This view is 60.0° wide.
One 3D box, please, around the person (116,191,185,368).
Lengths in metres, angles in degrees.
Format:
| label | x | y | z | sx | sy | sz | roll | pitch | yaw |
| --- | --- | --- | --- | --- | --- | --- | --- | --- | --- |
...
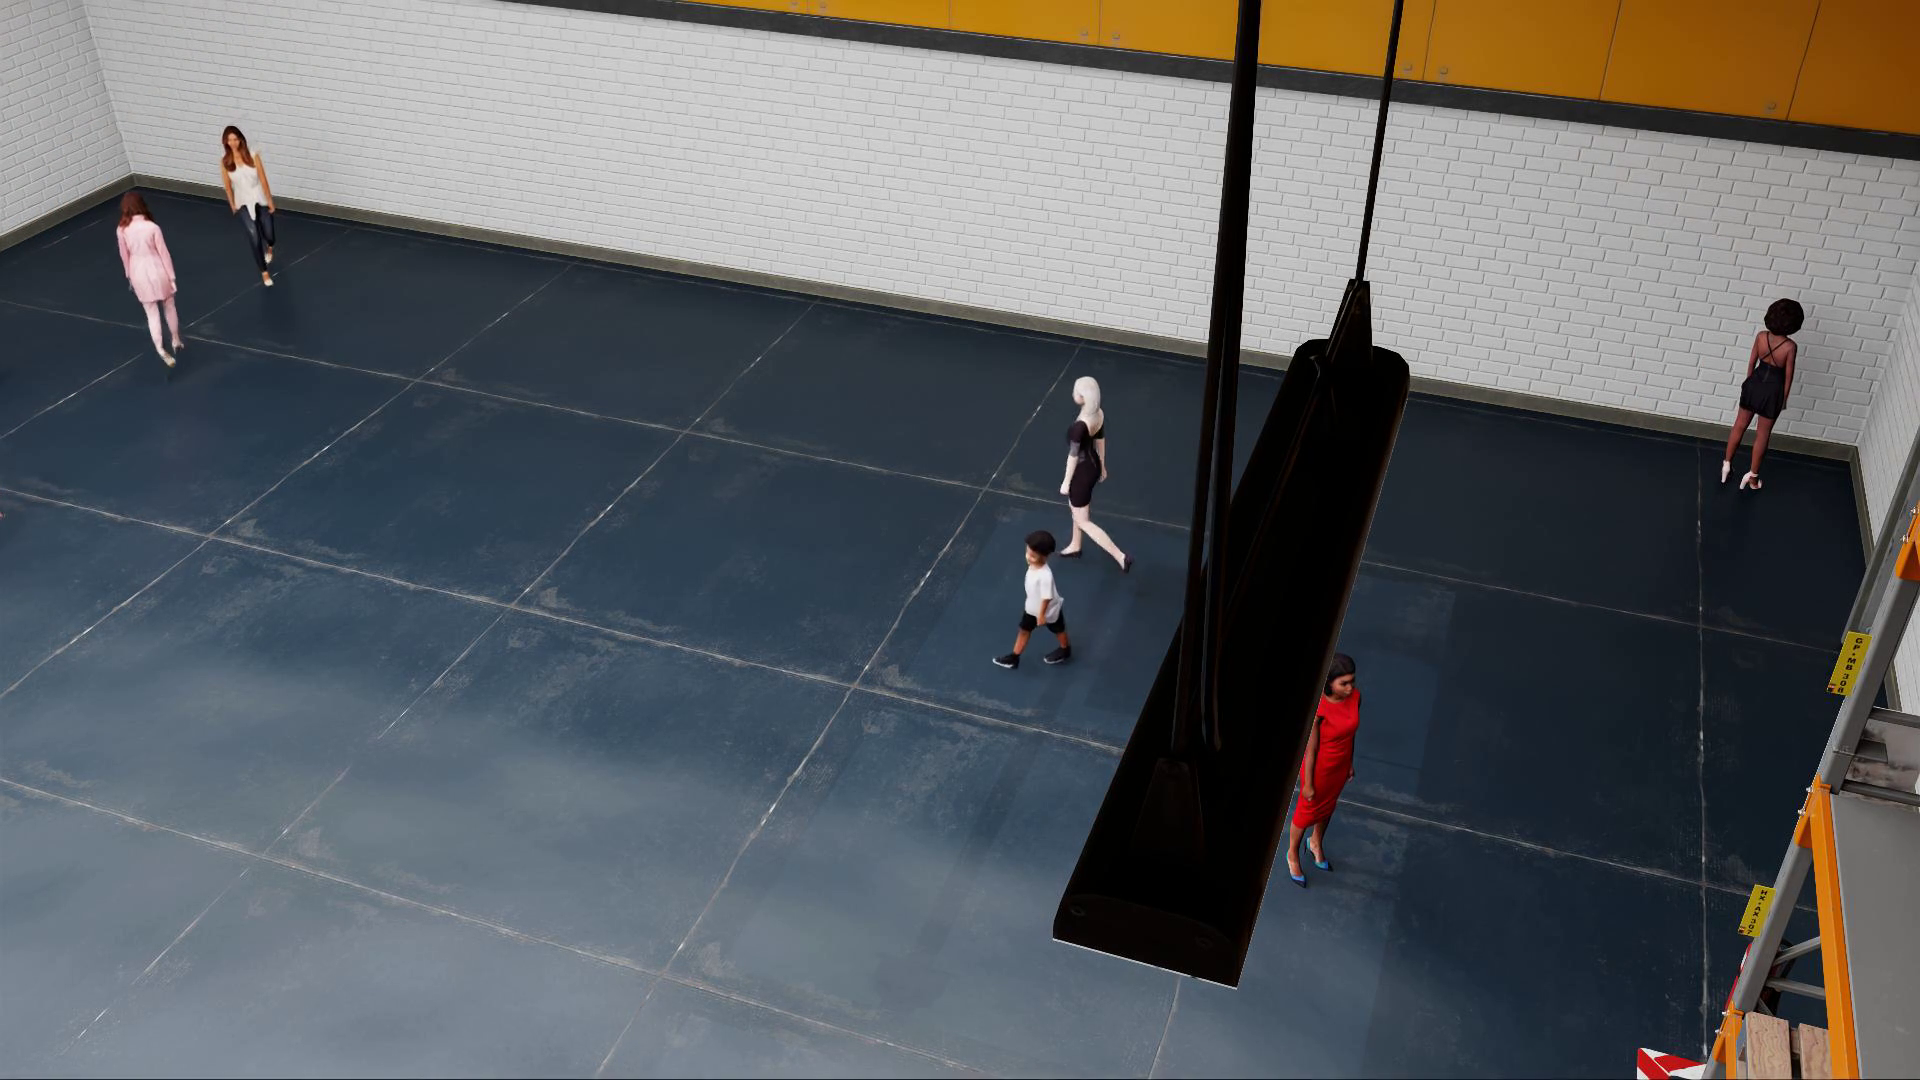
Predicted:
| label | x | y | z | sx | sy | sz | roll | pitch | yaw |
| --- | --- | --- | --- | --- | --- | --- | --- | --- | --- |
| person | -7.956 | -2.503 | 16.346 | 1.004 | 1.767 | 1.146 | -7 | 34 | -10 |

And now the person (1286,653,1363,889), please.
| label | x | y | z | sx | sy | sz | roll | pitch | yaw |
| --- | --- | --- | --- | --- | --- | --- | --- | --- | --- |
| person | 2.288 | 1.432 | 10.446 | 0.612 | 1.744 | 0.705 | -20 | 39 | -28 |

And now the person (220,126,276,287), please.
| label | x | y | z | sx | sy | sz | roll | pitch | yaw |
| --- | --- | --- | --- | --- | --- | --- | --- | --- | --- |
| person | -7.709 | -3.684 | 18.120 | 0.938 | 1.770 | 1.013 | -10 | 35 | -15 |

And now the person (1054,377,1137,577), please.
| label | x | y | z | sx | sy | sz | roll | pitch | yaw |
| --- | --- | --- | --- | --- | --- | --- | --- | --- | --- |
| person | 1.060 | -0.456 | 13.233 | 0.708 | 1.804 | 0.978 | 18 | 38 | 25 |

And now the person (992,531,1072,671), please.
| label | x | y | z | sx | sy | sz | roll | pitch | yaw |
| --- | --- | --- | --- | --- | --- | --- | --- | --- | --- |
| person | 0.675 | 0.448 | 12.404 | 0.904 | 1.217 | 0.838 | -15 | 36 | -21 |

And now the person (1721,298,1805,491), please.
| label | x | y | z | sx | sy | sz | roll | pitch | yaw |
| --- | --- | --- | --- | --- | --- | --- | --- | --- | --- |
| person | 6.981 | -1.260 | 14.456 | 0.676 | 1.790 | 0.643 | -24 | 40 | -31 |
